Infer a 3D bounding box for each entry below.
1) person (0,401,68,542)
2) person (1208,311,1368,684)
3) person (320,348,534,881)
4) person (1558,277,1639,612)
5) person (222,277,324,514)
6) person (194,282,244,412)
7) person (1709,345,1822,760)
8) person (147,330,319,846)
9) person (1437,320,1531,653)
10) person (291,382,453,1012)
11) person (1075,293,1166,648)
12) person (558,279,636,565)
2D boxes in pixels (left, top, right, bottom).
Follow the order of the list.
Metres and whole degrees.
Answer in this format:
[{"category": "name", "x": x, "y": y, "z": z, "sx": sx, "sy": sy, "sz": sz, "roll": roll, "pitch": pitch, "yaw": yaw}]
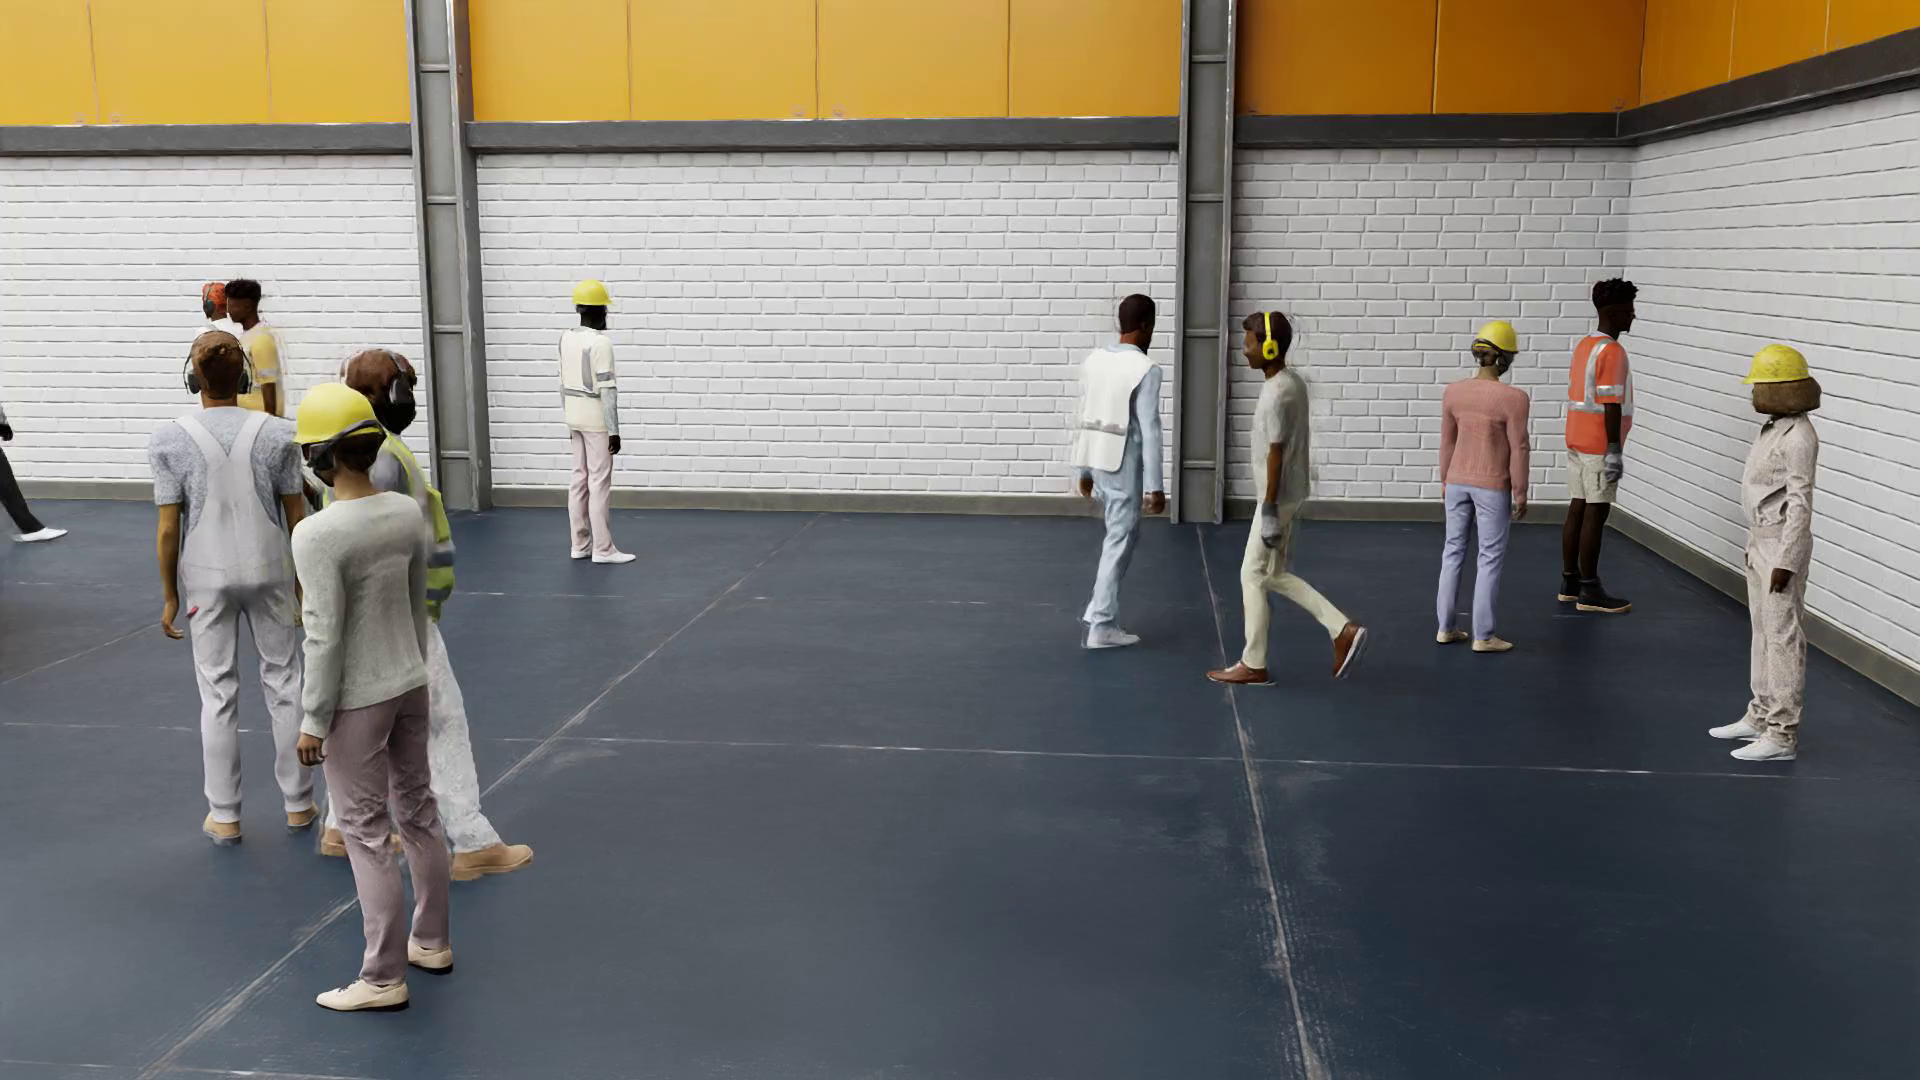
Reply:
[{"category": "person", "x": -7.101, "y": -0.881, "z": 11.961, "sx": 1.017, "sy": 1.884, "sz": 0.590, "roll": -3, "pitch": 10, "yaw": -17}, {"category": "person", "x": 1.592, "y": -0.182, "z": 8.021, "sx": 0.671, "sy": 1.844, "sz": 0.521, "roll": 5, "pitch": 11, "yaw": 25}, {"category": "person", "x": -1.913, "y": 0.252, "z": 5.723, "sx": 0.682, "sy": 1.796, "sz": 0.658, "roll": -4, "pitch": 11, "yaw": -21}, {"category": "person", "x": 3.791, "y": -0.567, "z": 9.869, "sx": 0.373, "sy": 1.966, "sz": 0.607, "roll": 0, "pitch": 10, "yaw": 2}, {"category": "person", "x": -4.981, "y": -0.926, "z": 11.992, "sx": 0.848, "sy": 1.938, "sz": 0.593, "roll": -5, "pitch": 11, "yaw": -24}, {"category": "person", "x": -5.572, "y": -1.007, "z": 12.629, "sx": 0.355, "sy": 1.883, "sz": 0.573, "roll": 3, "pitch": 10, "yaw": 16}, {"category": "person", "x": 3.387, "y": 0.055, "z": 6.964, "sx": 0.312, "sy": 1.738, "sz": 0.483, "roll": 2, "pitch": 10, "yaw": 12}, {"category": "person", "x": -2.595, "y": 0.175, "z": 5.969, "sx": 0.506, "sy": 1.847, "sz": 0.349, "roll": -5, "pitch": 11, "yaw": -26}, {"category": "person", "x": 2.780, "y": -0.278, "z": 8.823, "sx": 0.344, "sy": 1.758, "sz": 0.532, "roll": -8, "pitch": 13, "yaw": -38}, {"category": "person", "x": -1.683, "y": 0.442, "z": 4.676, "sx": 0.328, "sy": 1.765, "sz": 0.532, "roll": 3, "pitch": 10, "yaw": 15}, {"category": "person", "x": 0.858, "y": -0.354, "z": 8.864, "sx": 0.467, "sy": 1.889, "sz": 0.652, "roll": -5, "pitch": 11, "yaw": -28}, {"category": "person", "x": -2.486, "y": -0.796, "z": 11.295, "sx": 0.366, "sy": 1.927, "sz": 0.591, "roll": -10, "pitch": 14, "yaw": -44}]
